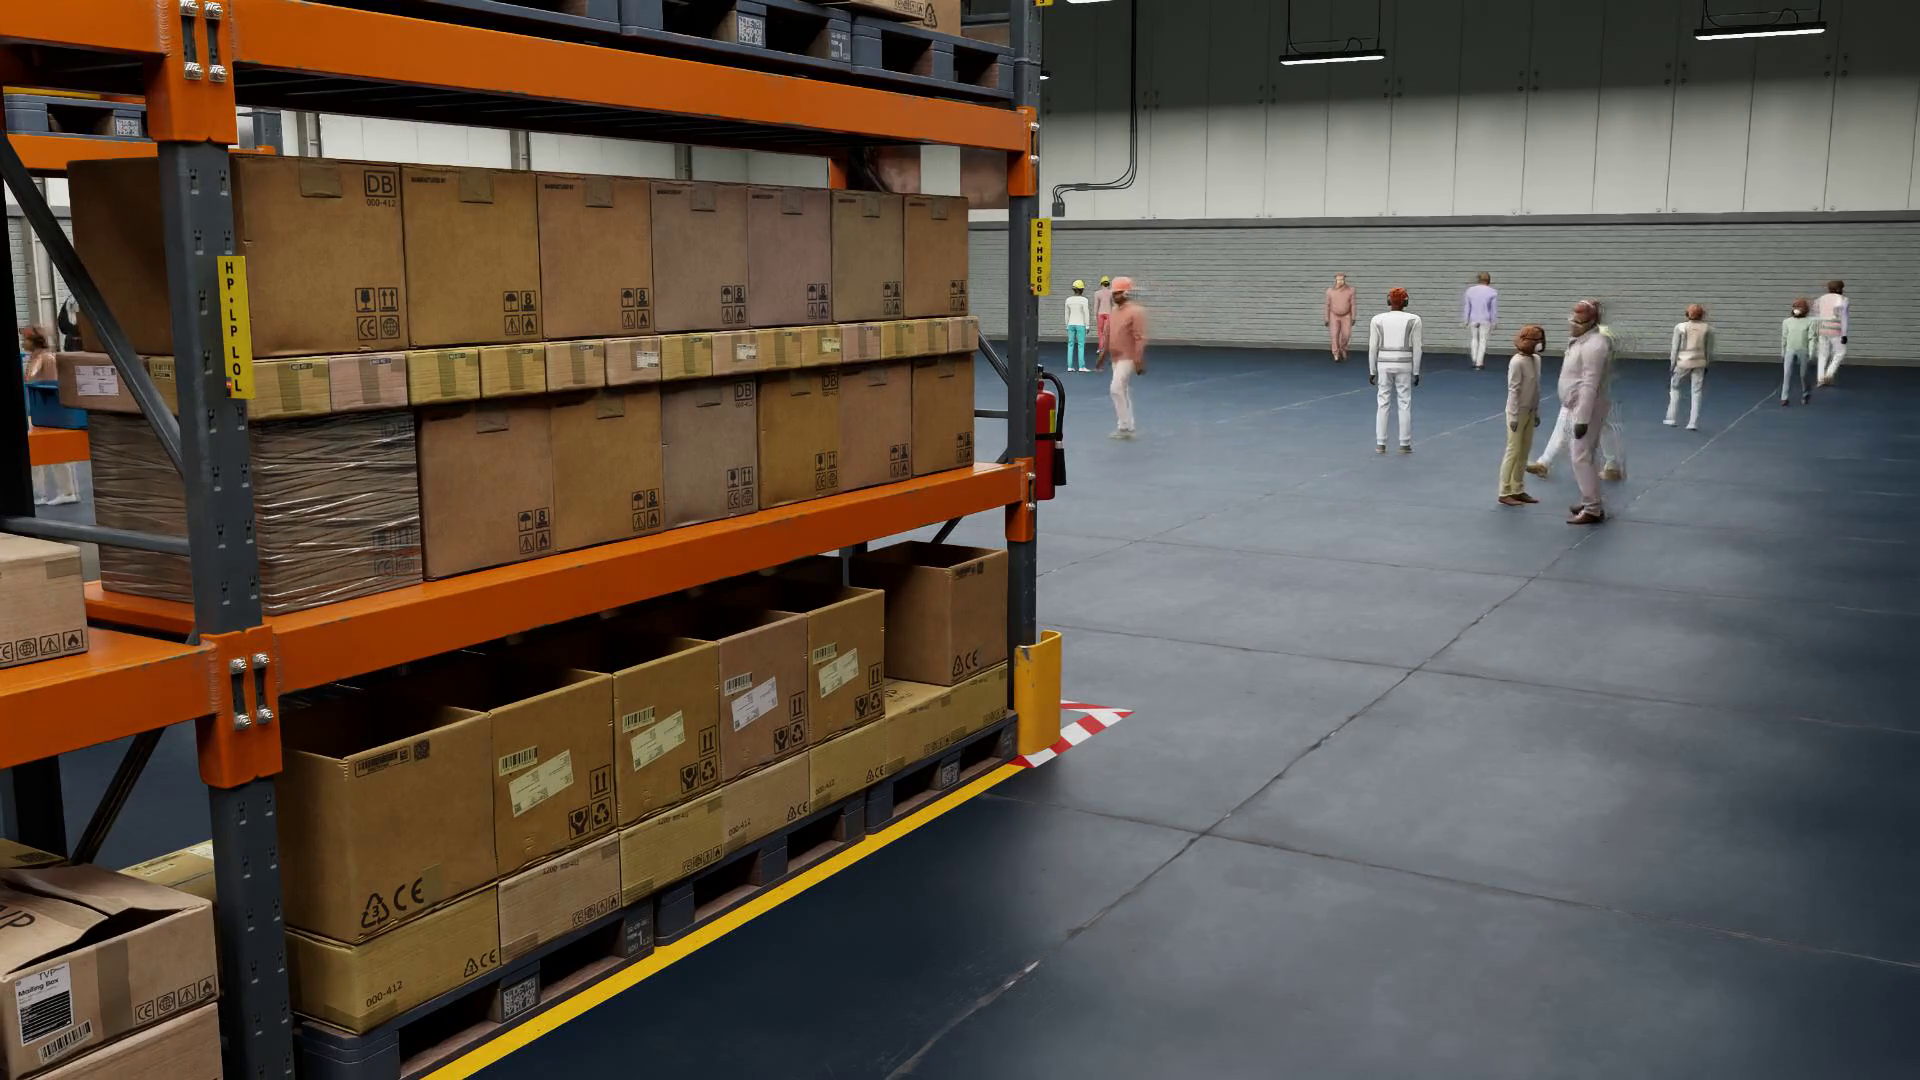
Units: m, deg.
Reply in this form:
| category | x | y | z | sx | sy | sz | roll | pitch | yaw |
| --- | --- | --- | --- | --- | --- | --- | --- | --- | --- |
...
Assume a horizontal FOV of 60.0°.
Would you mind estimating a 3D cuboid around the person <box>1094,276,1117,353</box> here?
| category | x | y | z | sx | sy | sz | roll | pitch | yaw |
| --- | --- | --- | --- | --- | --- | --- | --- | --- | --- |
| person | 3.327 | -5.165 | 38.184 | 0.531 | 1.767 | 0.328 | -1 | 10 | -6 |

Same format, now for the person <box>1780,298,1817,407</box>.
| category | x | y | z | sx | sy | sz | roll | pitch | yaw |
| --- | --- | --- | --- | --- | --- | --- | --- | --- | --- |
| person | 12.521 | -2.805 | 24.826 | 0.498 | 1.604 | 0.789 | 8 | 13 | 39 |

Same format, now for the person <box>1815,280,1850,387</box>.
| category | x | y | z | sx | sy | sz | roll | pitch | yaw |
| --- | --- | --- | --- | --- | --- | --- | --- | --- | --- |
| person | 14.858 | -3.510 | 28.315 | 0.450 | 1.825 | 0.656 | -4 | 11 | -23 |

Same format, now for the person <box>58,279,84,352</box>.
| category | x | y | z | sx | sy | sz | roll | pitch | yaw |
| --- | --- | --- | --- | --- | --- | --- | --- | --- | --- |
| person | -14.883 | -3.603 | 28.232 | 0.922 | 2.000 | 0.683 | -3 | 10 | -17 |

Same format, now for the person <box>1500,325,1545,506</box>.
| category | x | y | z | sx | sy | sz | roll | pitch | yaw |
| --- | --- | --- | --- | --- | --- | --- | --- | --- | --- |
| person | 5.045 | -1.115 | 14.894 | 0.290 | 1.622 | 0.506 | 9 | 13 | 43 |

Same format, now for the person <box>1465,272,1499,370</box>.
| category | x | y | z | sx | sy | sz | roll | pitch | yaw |
| --- | --- | --- | --- | --- | --- | --- | --- | --- | --- |
| person | 10.256 | -4.289 | 32.608 | 0.652 | 1.916 | 0.607 | 7 | 12 | 37 |

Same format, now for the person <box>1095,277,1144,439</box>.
| category | x | y | z | sx | sy | sz | roll | pitch | yaw |
| --- | --- | --- | --- | --- | --- | --- | --- | --- | --- |
| person | 1.919 | -2.205 | 20.239 | 0.601 | 1.969 | 0.621 | -4 | 11 | -24 |

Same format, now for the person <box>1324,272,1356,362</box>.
| category | x | y | z | sx | sy | sz | roll | pitch | yaw |
| --- | --- | --- | --- | --- | --- | --- | --- | --- | --- |
| person | 7.985 | -4.679 | 34.978 | 0.670 | 1.883 | 0.502 | 1 | 10 | 8 |

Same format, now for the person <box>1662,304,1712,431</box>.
| category | x | y | z | sx | sy | sz | roll | pitch | yaw |
| --- | --- | --- | --- | --- | --- | --- | --- | --- | --- |
| person | 9.386 | -2.236 | 21.457 | 0.549 | 1.607 | 0.733 | 0 | 10 | 2 |

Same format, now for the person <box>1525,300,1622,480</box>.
| category | x | y | z | sx | sy | sz | roll | pitch | yaw |
| --- | --- | --- | --- | --- | --- | --- | --- | --- | --- |
| person | 6.159 | -1.471 | 16.496 | 0.998 | 1.786 | 0.649 | -2 | 10 | -9 |

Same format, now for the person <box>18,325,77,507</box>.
| category | x | y | z | sx | sy | sz | roll | pitch | yaw |
| --- | --- | --- | --- | --- | --- | --- | --- | --- | --- |
| person | -8.198 | -1.082 | 14.695 | 0.665 | 1.613 | 0.552 | -9 | 13 | -42 |

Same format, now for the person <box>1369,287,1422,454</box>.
| category | x | y | z | sx | sy | sz | roll | pitch | yaw |
| --- | --- | --- | --- | --- | --- | --- | --- | --- | --- |
| person | 4.911 | -1.912 | 18.799 | 0.575 | 1.882 | 0.359 | 4 | 10 | 22 |

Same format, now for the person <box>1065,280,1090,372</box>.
| category | x | y | z | sx | sy | sz | roll | pitch | yaw |
| --- | --- | --- | --- | --- | --- | --- | --- | --- | --- |
| person | 2.266 | -4.109 | 32.005 | 0.522 | 1.768 | 0.311 | 7 | 12 | 35 |

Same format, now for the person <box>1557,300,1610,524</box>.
| category | x | y | z | sx | sy | sz | roll | pitch | yaw |
| --- | --- | --- | --- | --- | --- | --- | --- | --- | --- |
| person | 5.213 | -1.060 | 13.855 | 0.474 | 1.870 | 0.726 | 2 | 10 | 14 |
